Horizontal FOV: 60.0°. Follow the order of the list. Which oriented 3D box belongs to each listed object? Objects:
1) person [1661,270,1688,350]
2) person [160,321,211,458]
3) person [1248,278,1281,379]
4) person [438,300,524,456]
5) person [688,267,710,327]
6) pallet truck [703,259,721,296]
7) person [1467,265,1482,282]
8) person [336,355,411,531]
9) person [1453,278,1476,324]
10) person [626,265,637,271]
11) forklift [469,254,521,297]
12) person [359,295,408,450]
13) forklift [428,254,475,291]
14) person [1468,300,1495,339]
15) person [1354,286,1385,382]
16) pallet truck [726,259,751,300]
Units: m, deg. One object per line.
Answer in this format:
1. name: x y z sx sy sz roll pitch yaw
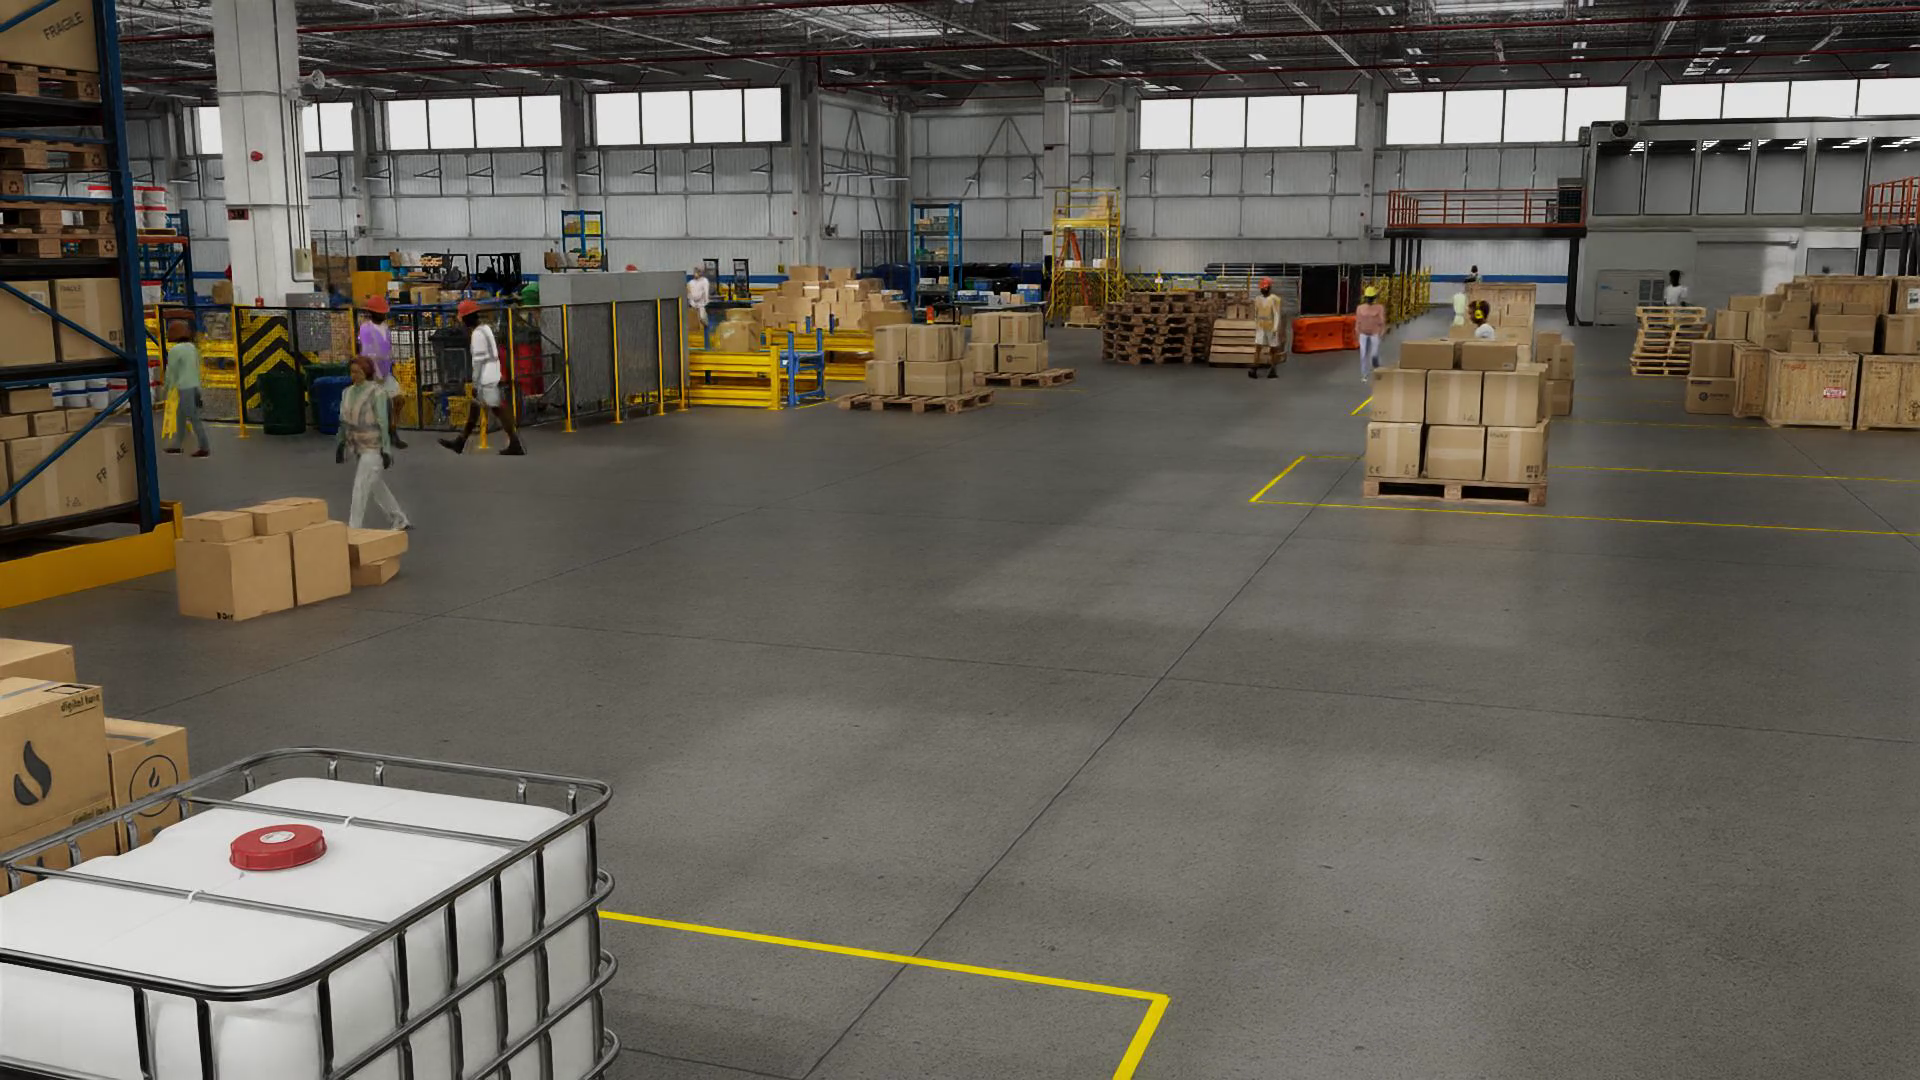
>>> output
1. person: 16.213 -5.166 37.810 0.444 1.944 0.603 -7 12 -35
2. person: -9.203 -1.760 19.557 0.768 1.599 0.518 1 10 3
3. person: 5.709 -3.943 31.091 0.553 1.876 1.018 6 12 30
4. person: -5.683 -1.904 19.677 1.029 1.854 0.615 -1 10 -7
5. person: -7.125 -6.473 45.316 0.673 1.891 0.463 4 11 24
6. pallet truck: -9.165 -9.627 62.776 0.823 1.965 1.885 4 11 23
7. person: 17.419 -8.411 56.421 0.519 1.826 0.783 7 12 33
8. person: -4.967 -0.758 13.953 0.539 1.600 0.808 7 12 34
9. person: 9.780 -4.120 32.139 0.600 1.869 0.998 8 13 38
10. person: -8.382 -6.117 43.008 0.623 2.006 1.003 9 13 41
11. forklift: -17.990 -10.121 64.684 1.157 1.987 2.680 3 11 17
12. person: -7.007 -2.008 20.138 0.589 1.901 0.557 3 10 15
13. forklift: -20.133 -10.254 65.465 1.157 1.987 2.680 3 11 19
14. person: 6.153 -1.916 19.756 0.367 1.851 0.526 7 12 34
15. person: 7.459 -3.747 30.336 0.534 1.751 0.376 4 11 22
16. pallet truck: -7.986 -9.493 62.019 0.823 1.965 1.885 3 11 17
